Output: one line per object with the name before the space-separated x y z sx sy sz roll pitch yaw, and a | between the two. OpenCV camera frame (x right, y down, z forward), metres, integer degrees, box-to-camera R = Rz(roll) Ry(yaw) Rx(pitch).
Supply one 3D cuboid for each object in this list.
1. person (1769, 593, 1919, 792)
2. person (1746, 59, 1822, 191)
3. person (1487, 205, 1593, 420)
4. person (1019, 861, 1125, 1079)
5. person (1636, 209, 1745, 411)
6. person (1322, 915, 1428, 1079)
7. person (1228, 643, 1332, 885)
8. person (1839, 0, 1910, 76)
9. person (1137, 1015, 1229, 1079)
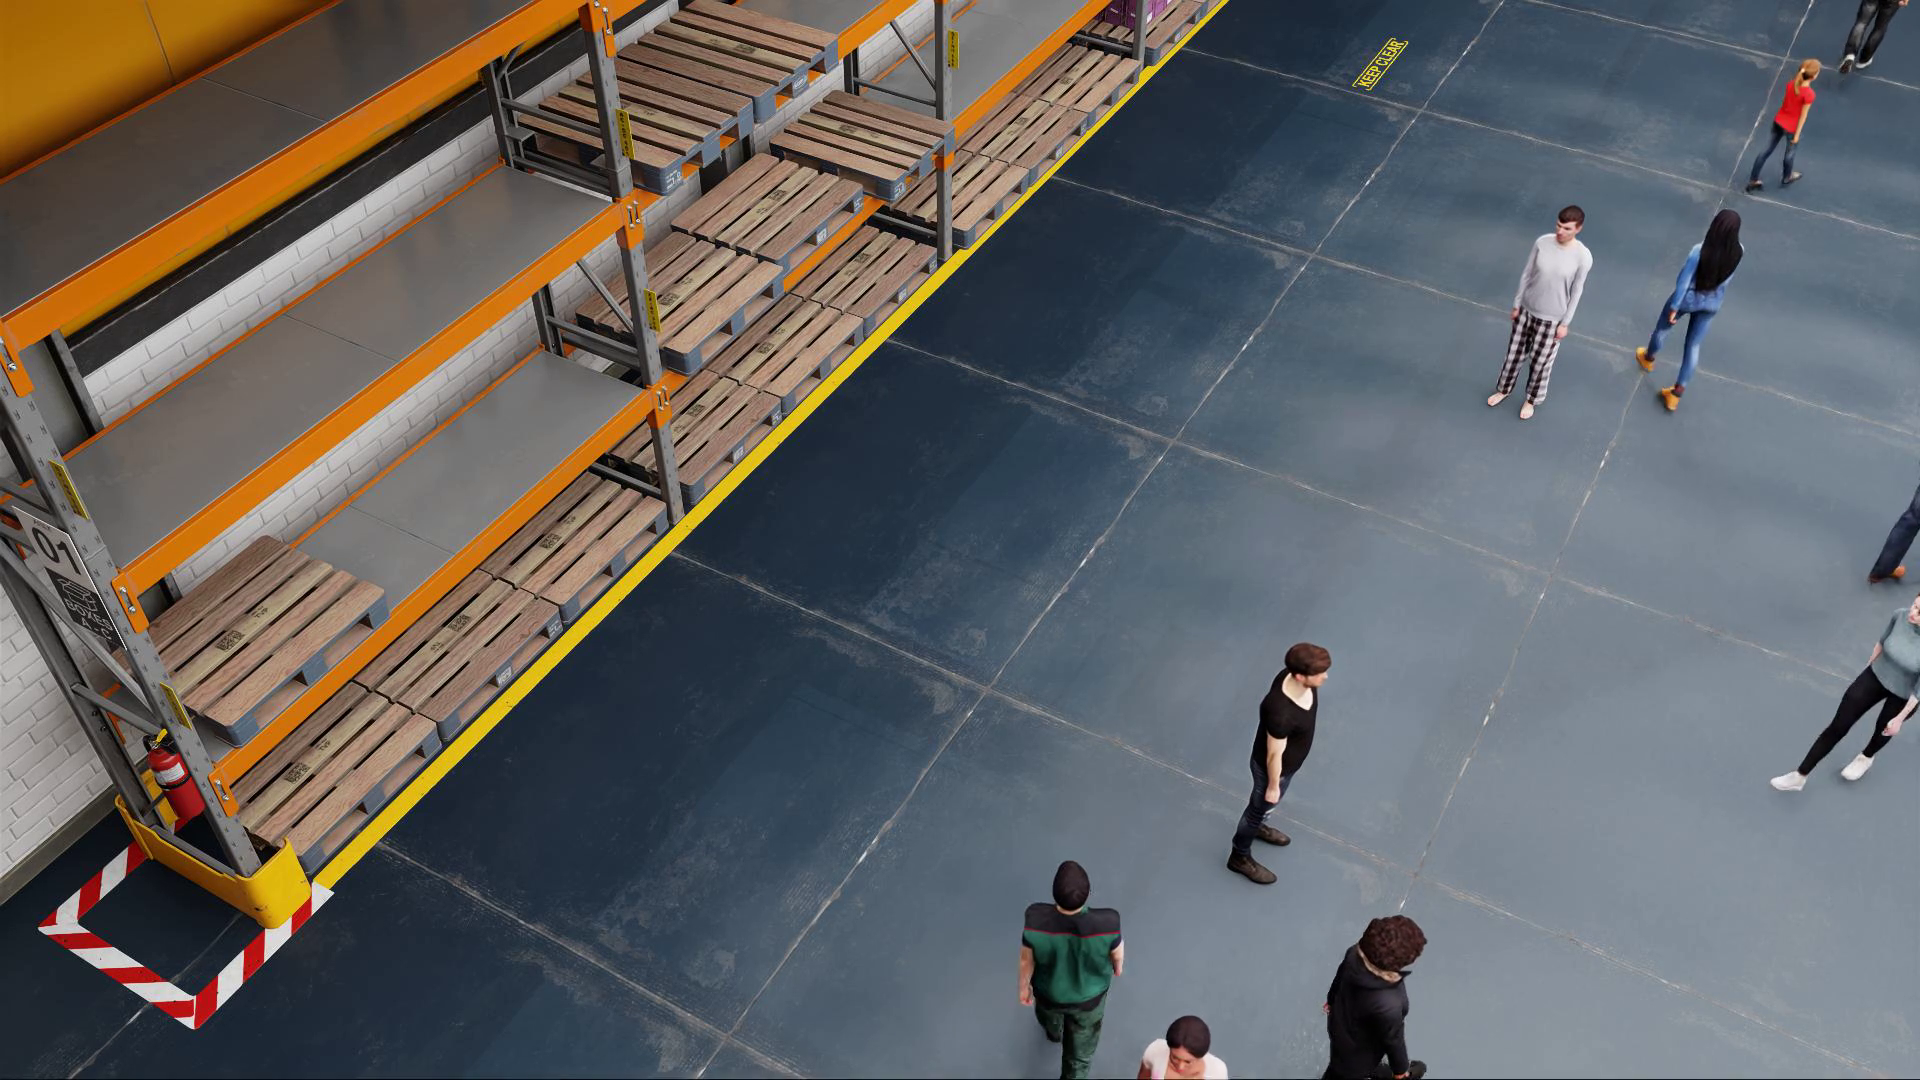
person | 5.706 0.913 10.112 1.126 1.708 0.961 -20 47 -20
person | 7.587 -3.805 15.366 0.872 1.291 0.749 -19 47 -19
person | 4.501 -1.773 12.830 0.653 1.847 0.574 29 51 27
person | 0.561 2.353 8.488 0.977 1.862 1.322 7 44 7
person | 5.745 -1.749 12.923 0.941 1.684 1.098 -1 44 -1
person | 1.930 2.521 8.405 1.108 1.733 1.067 -8 44 -8
person | 1.825 1.255 9.619 0.728 1.892 0.511 18 46 18
person | 9.346 -5.546 16.830 0.725 1.793 1.019 29 51 27
person | 1.034 2.790 8.121 0.636 1.736 0.622 14 45 14
